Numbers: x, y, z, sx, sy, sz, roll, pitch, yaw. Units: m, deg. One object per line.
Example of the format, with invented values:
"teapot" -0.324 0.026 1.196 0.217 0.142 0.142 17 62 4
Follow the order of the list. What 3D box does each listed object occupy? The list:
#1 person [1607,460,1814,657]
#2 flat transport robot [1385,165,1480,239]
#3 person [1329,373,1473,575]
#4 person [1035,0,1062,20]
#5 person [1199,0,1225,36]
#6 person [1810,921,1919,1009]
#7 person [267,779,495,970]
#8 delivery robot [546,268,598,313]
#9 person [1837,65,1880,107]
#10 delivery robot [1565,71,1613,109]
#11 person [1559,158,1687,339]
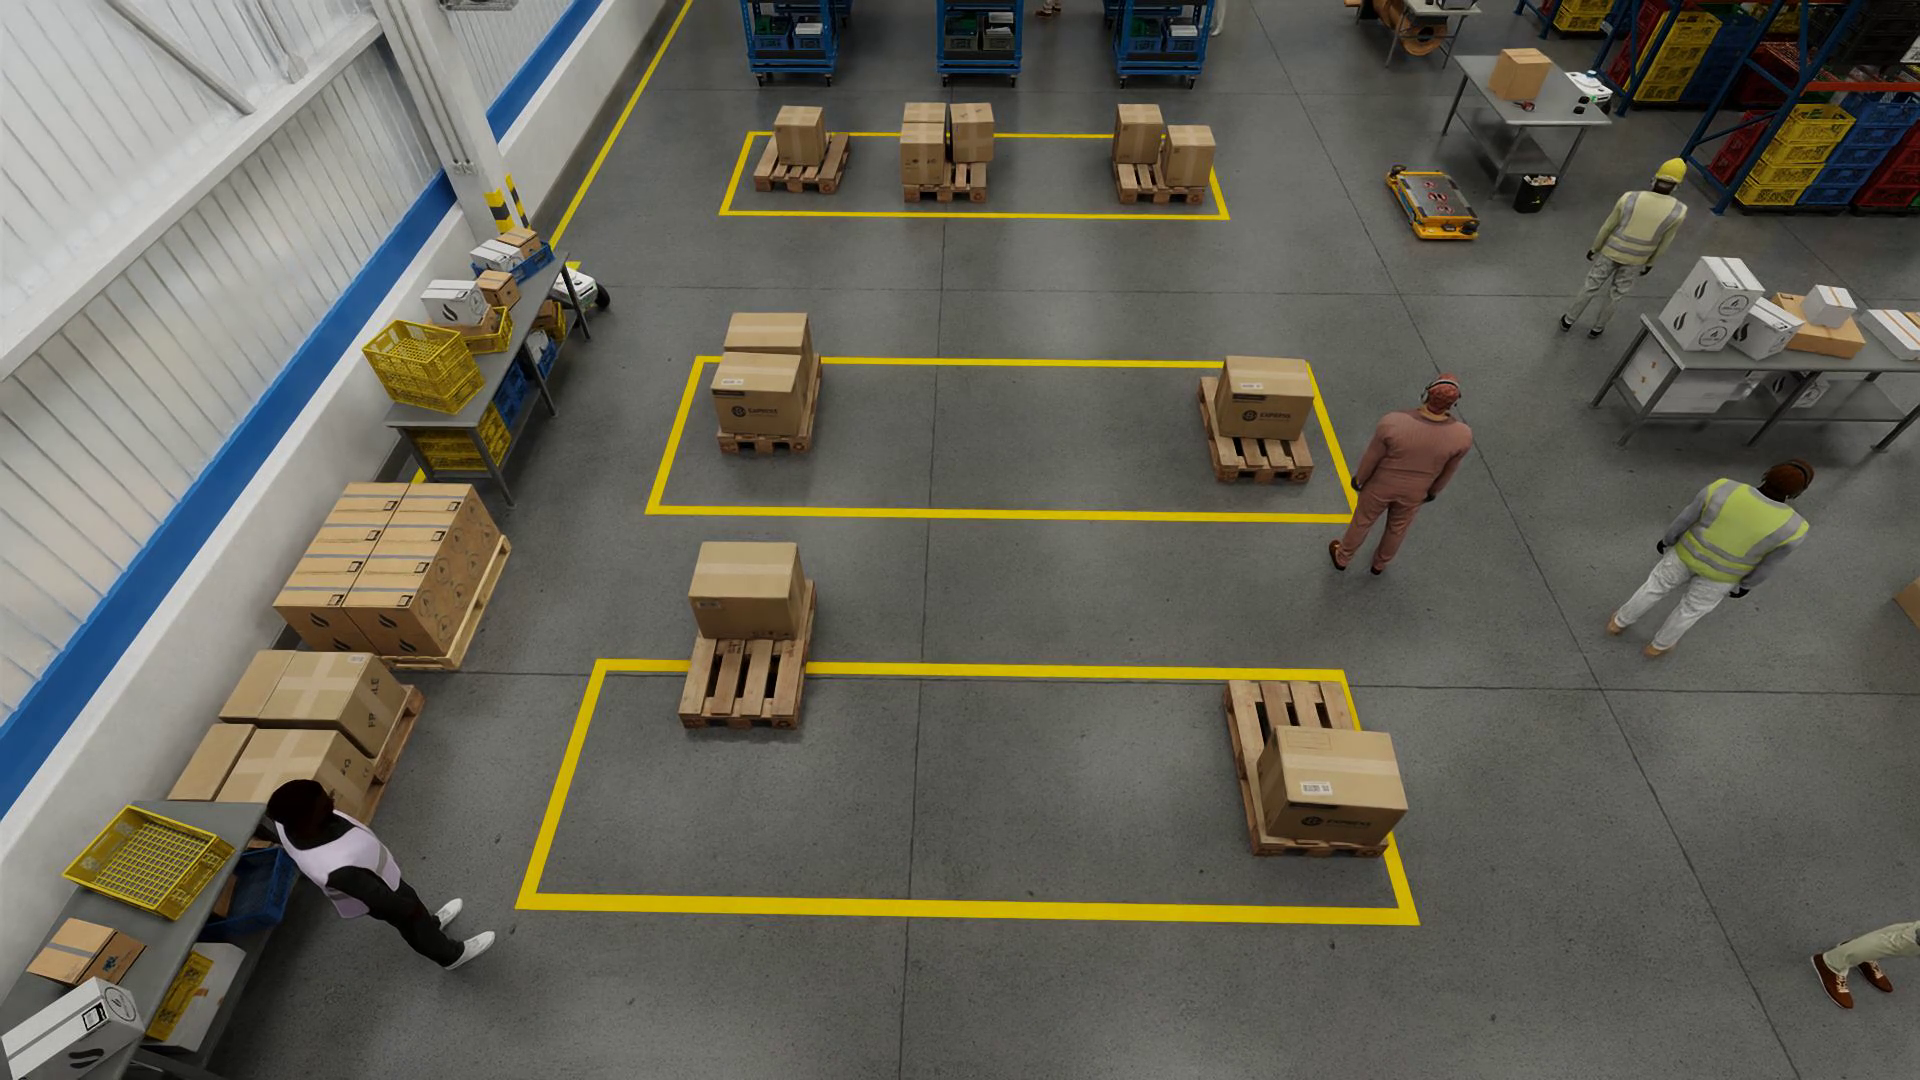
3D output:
"person" 5.207 0.135 6.366 0.429 1.842 0.634 -32 56 -24
"flat transport robot" 5.692 -4.094 11.059 0.652 0.197 1.431 1 49 1
"person" 3.265 -0.452 6.833 0.641 1.908 0.407 10 50 8
"person" 1.473 -9.378 14.501 0.377 1.995 0.608 36 58 27
"person" 4.042 -8.747 14.189 0.309 1.637 0.523 -12 50 -10
"person" 5.286 1.978 4.753 0.537 1.869 0.312 -12 50 -10
"person" -3.113 1.813 4.868 0.587 1.914 0.391 31 56 24
"delivery robot" -4.155 -2.675 9.584 0.707 0.478 0.477 23 53 19
"person" 11.721 -6.133 11.760 0.486 1.906 0.761 24 53 19
"delivery robot" 8.592 -6.210 12.644 0.477 0.478 0.707 -14 51 -12
"person" 6.474 -2.805 8.920 0.588 1.829 0.403 26 54 21
